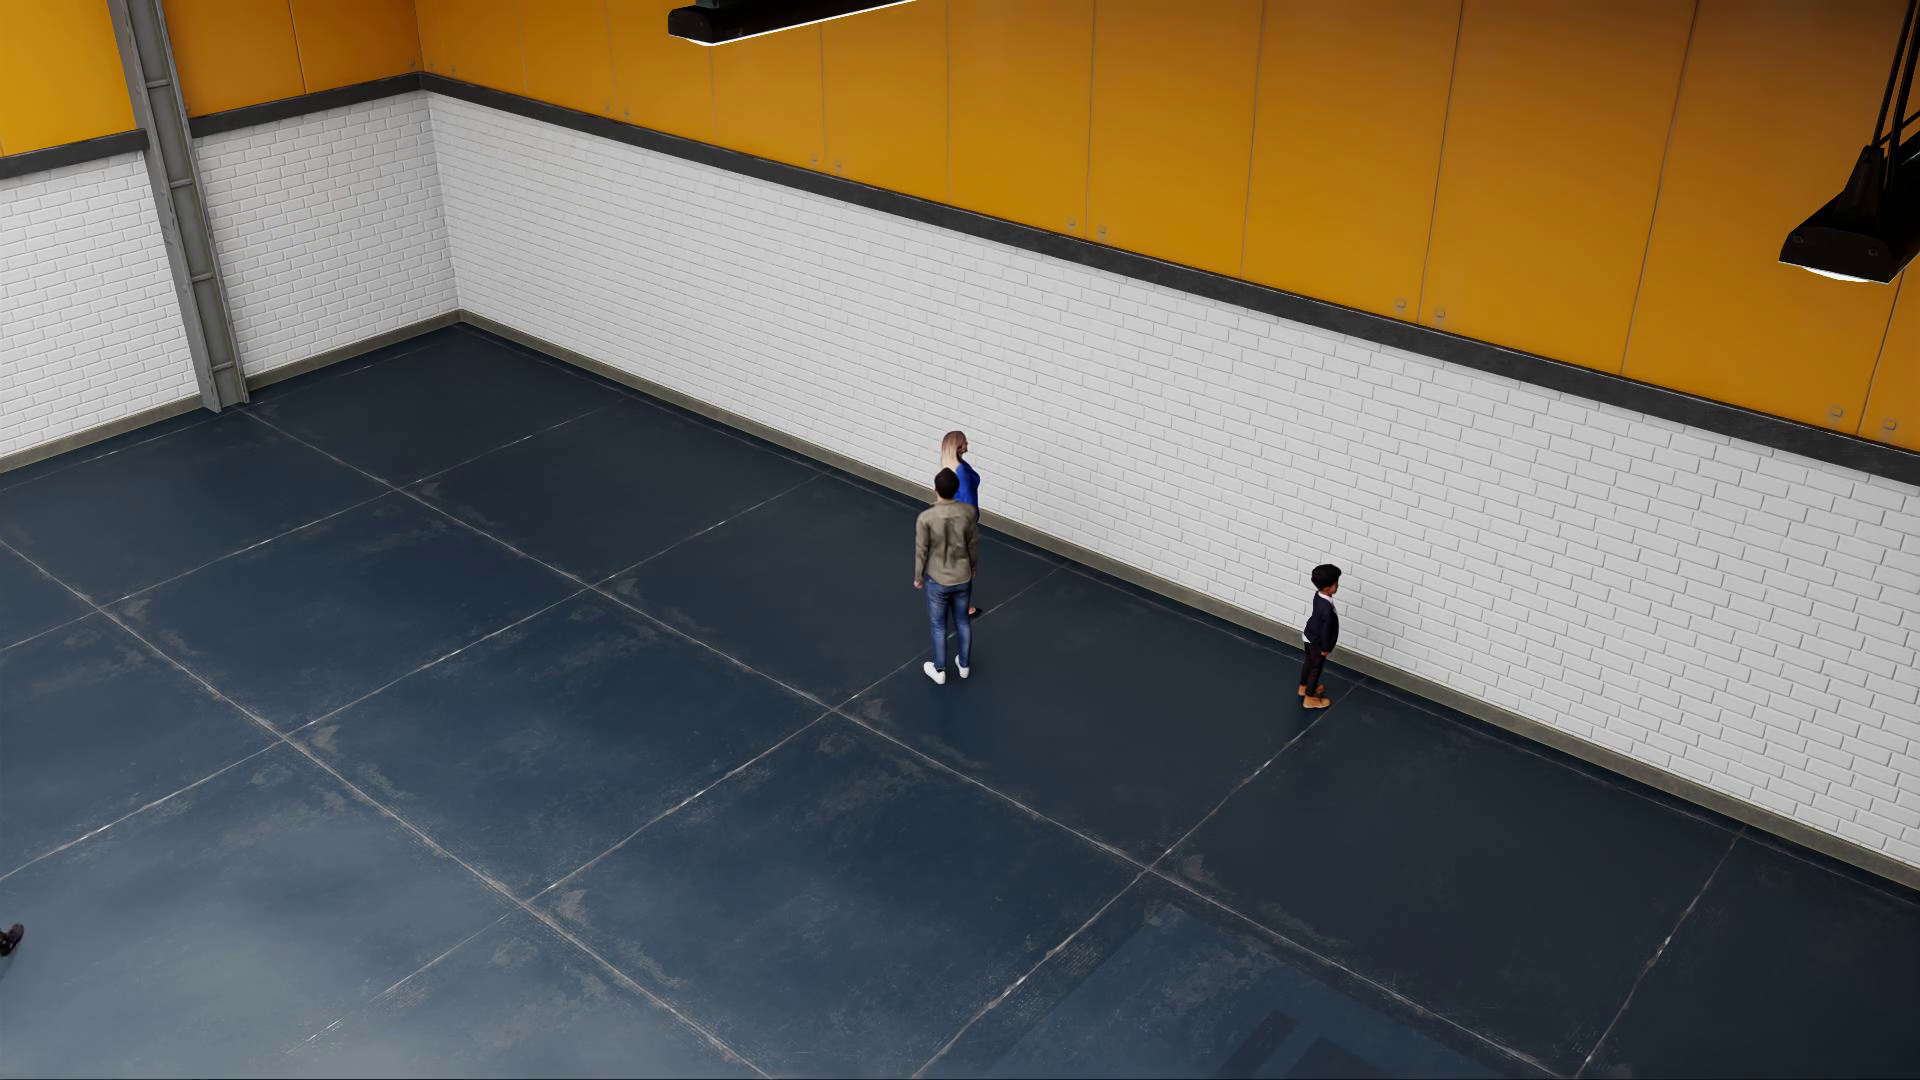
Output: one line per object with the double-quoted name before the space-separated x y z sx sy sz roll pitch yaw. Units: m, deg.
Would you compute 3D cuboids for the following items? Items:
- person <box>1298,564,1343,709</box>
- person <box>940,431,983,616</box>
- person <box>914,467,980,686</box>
"person" 2.795 0.736 12.977 0.630 1.223 0.564 -1 29 -2
"person" -0.029 -0.150 14.101 0.686 1.701 0.697 -13 31 -22
"person" -0.089 0.292 13.121 0.714 1.864 0.851 -11 30 -19
